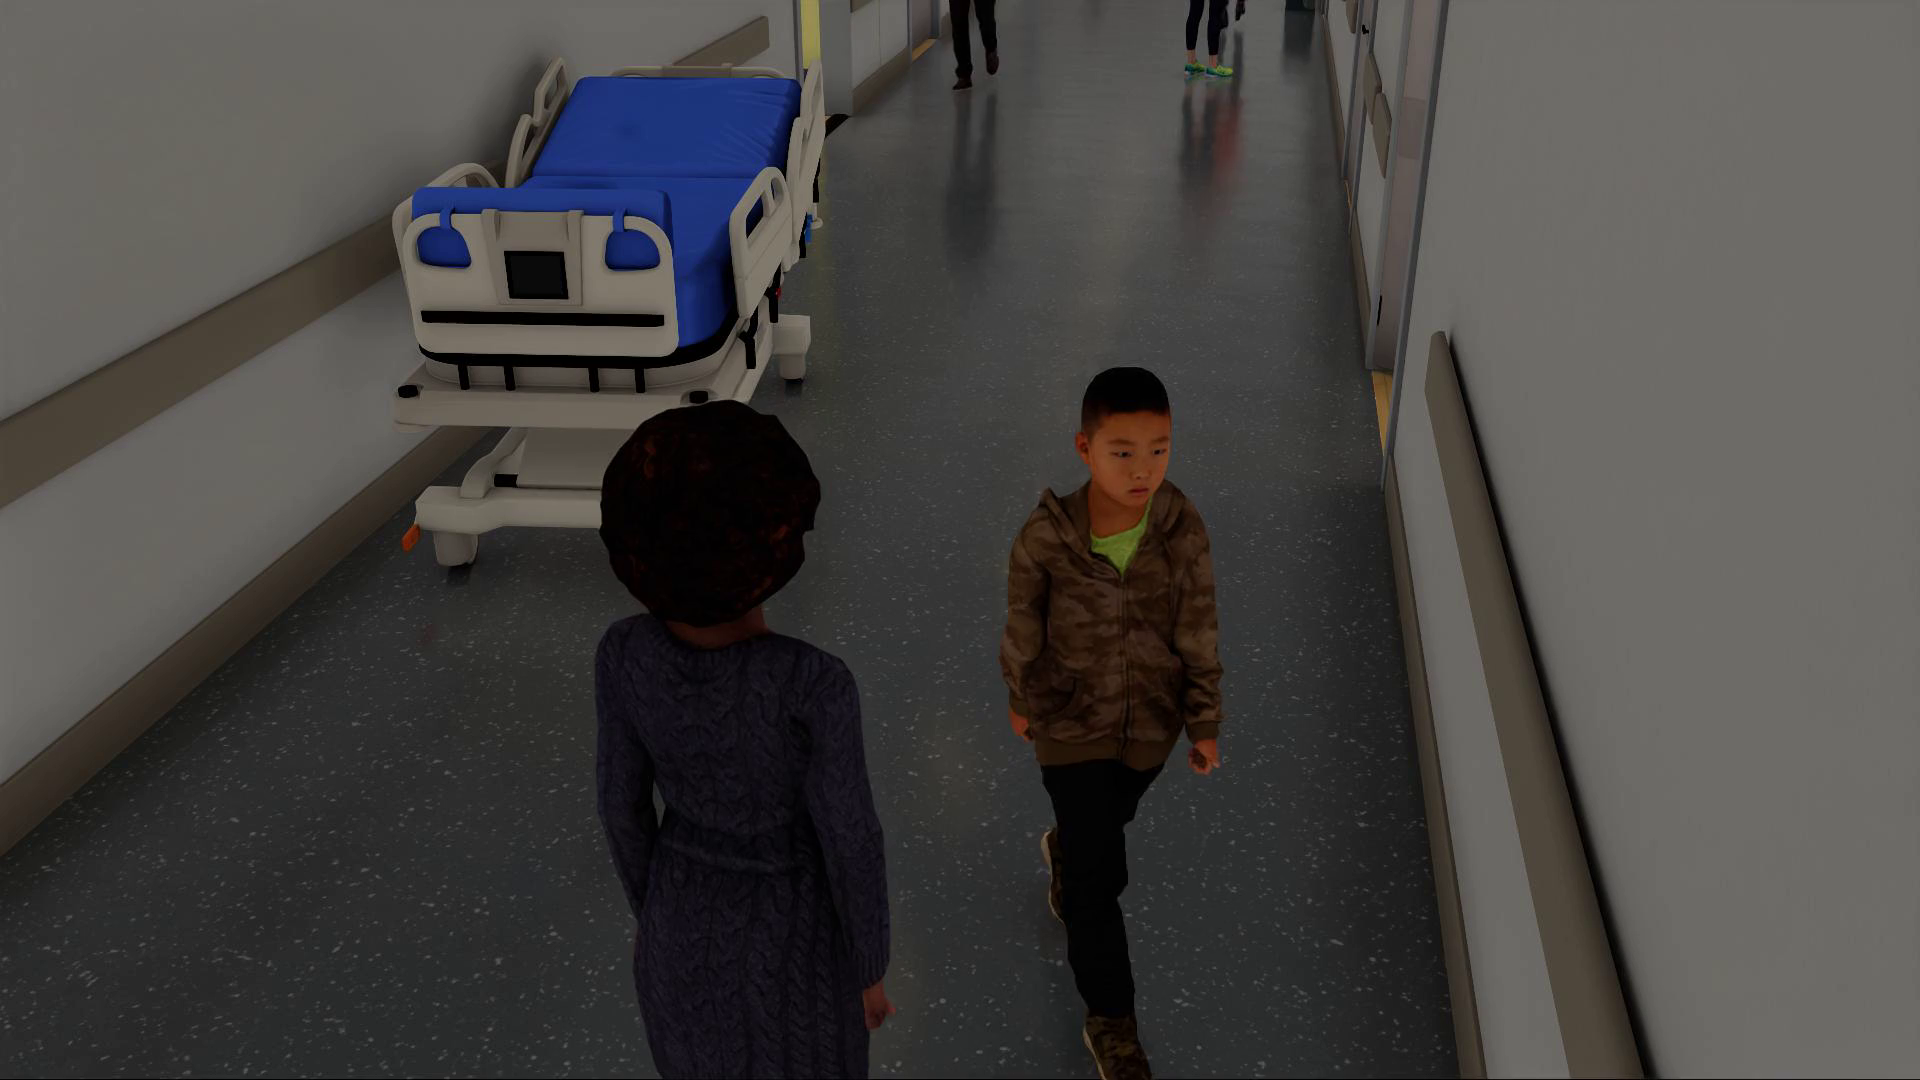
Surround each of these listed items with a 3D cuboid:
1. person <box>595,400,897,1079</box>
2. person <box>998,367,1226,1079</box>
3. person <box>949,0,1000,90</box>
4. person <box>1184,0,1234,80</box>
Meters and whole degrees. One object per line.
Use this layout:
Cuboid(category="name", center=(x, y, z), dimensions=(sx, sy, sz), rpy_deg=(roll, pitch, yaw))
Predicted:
Cuboid(category="person", center=(-0.312, 0.620, 2.449), dimensions=(0.501, 1.709, 0.673), rpy_deg=(10, 27, 19))
Cuboid(category="person", center=(0.276, 0.314, 3.413), dimensions=(1.030, 1.422, 0.906), rpy_deg=(-6, 26, -13))
Cuboid(category="person", center=(0.112, -4.416, 12.718), dimensions=(0.842, 1.859, 0.758), rpy_deg=(7, 27, 15))
Cuboid(category="person", center=(1.983, -4.572, 13.224), dimensions=(0.744, 1.702, 0.653), rpy_deg=(-23, 34, -39))
